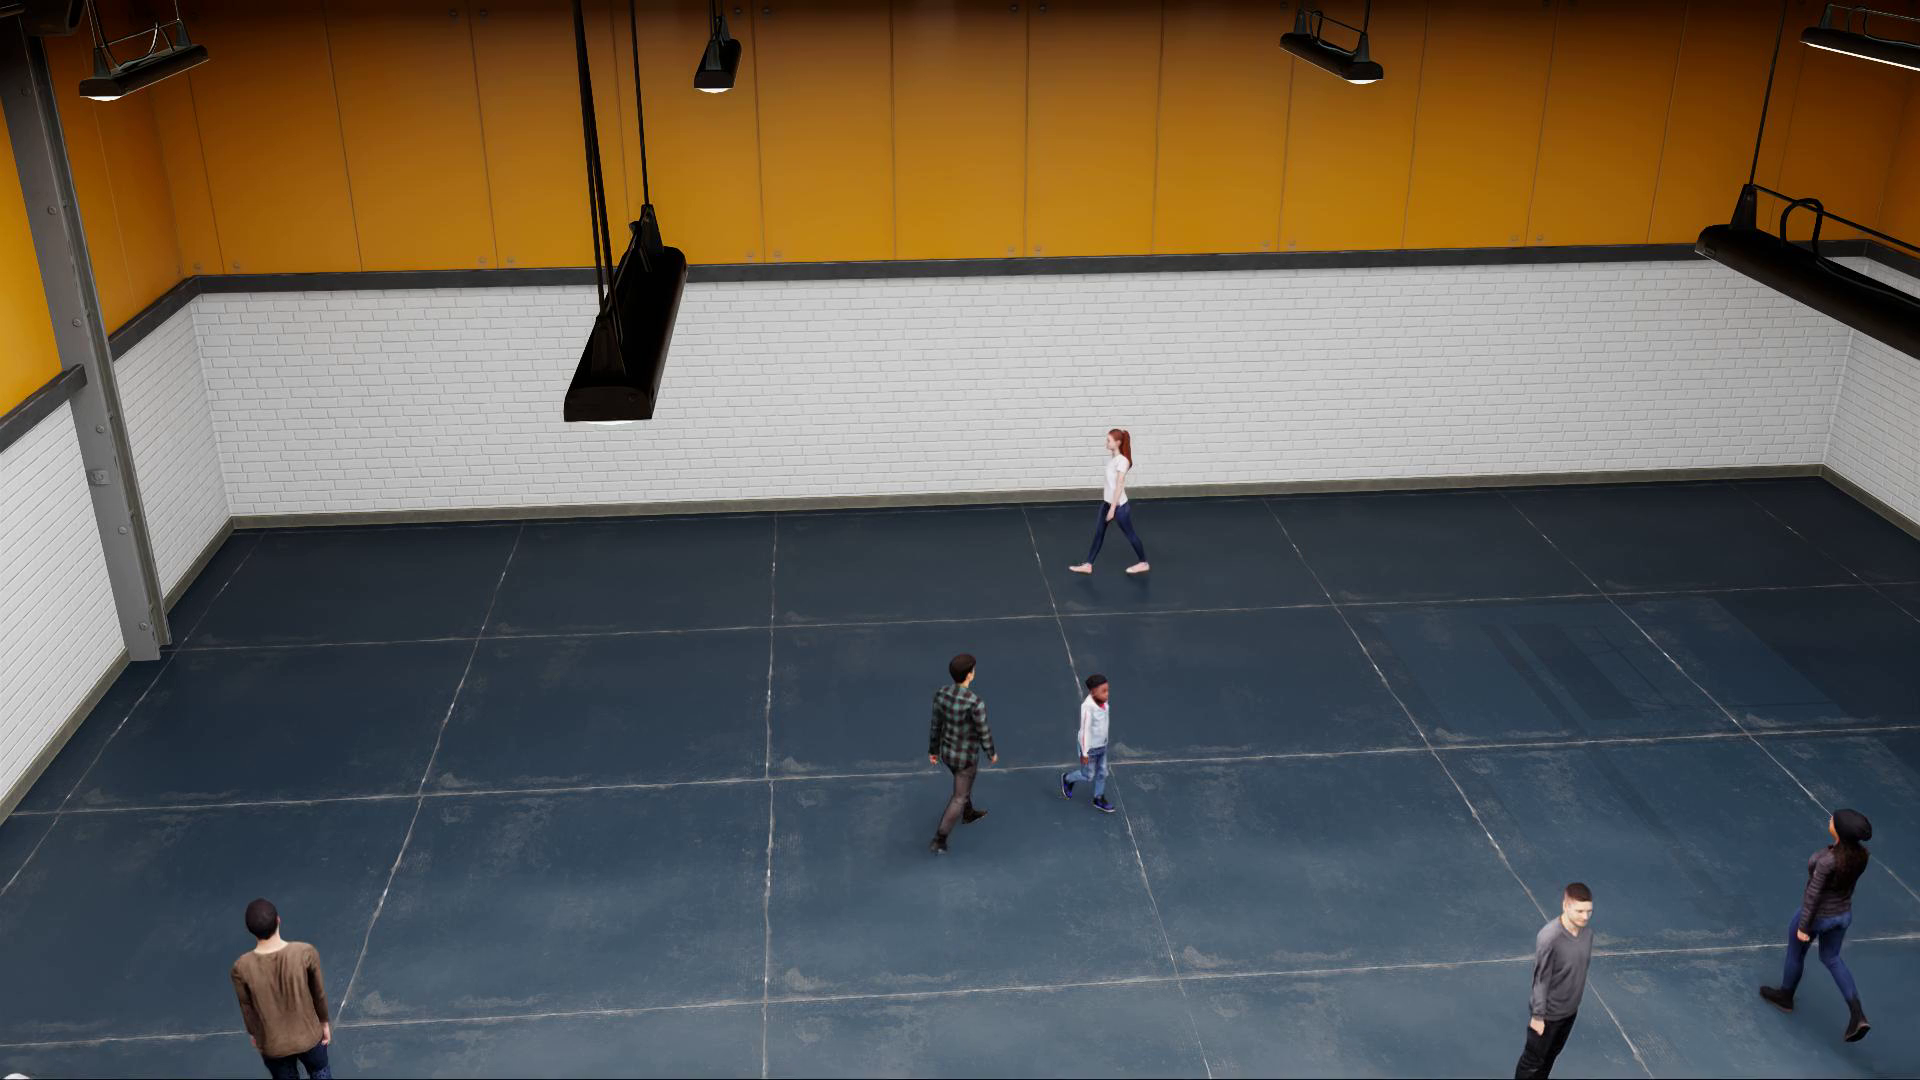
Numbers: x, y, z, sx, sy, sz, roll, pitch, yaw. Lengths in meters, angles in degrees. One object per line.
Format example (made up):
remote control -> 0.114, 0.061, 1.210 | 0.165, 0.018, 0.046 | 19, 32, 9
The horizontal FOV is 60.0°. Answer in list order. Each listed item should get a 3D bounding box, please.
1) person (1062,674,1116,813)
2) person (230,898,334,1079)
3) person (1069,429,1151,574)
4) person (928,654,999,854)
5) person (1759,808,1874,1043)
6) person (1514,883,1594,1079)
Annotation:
person -> 1.079, 1.686, 13.995 | 0.799, 1.250, 0.716 | 22, 32, 40
person -> -4.069, 3.048, 10.100 | 0.744, 1.873, 0.746 | -11, 26, -24
person -> 1.806, -0.369, 18.145 | 0.681, 1.690, 1.069 | -3, 24, -7
person -> -0.054, 1.746, 13.483 | 1.103, 1.698, 1.109 | 21, 31, 39
person -> 5.938, 2.613, 11.279 | 0.819, 1.727, 1.120 | -10, 25, -21
person -> 3.759, 2.923, 10.526 | 0.702, 1.760, 0.717 | -17, 29, -34
